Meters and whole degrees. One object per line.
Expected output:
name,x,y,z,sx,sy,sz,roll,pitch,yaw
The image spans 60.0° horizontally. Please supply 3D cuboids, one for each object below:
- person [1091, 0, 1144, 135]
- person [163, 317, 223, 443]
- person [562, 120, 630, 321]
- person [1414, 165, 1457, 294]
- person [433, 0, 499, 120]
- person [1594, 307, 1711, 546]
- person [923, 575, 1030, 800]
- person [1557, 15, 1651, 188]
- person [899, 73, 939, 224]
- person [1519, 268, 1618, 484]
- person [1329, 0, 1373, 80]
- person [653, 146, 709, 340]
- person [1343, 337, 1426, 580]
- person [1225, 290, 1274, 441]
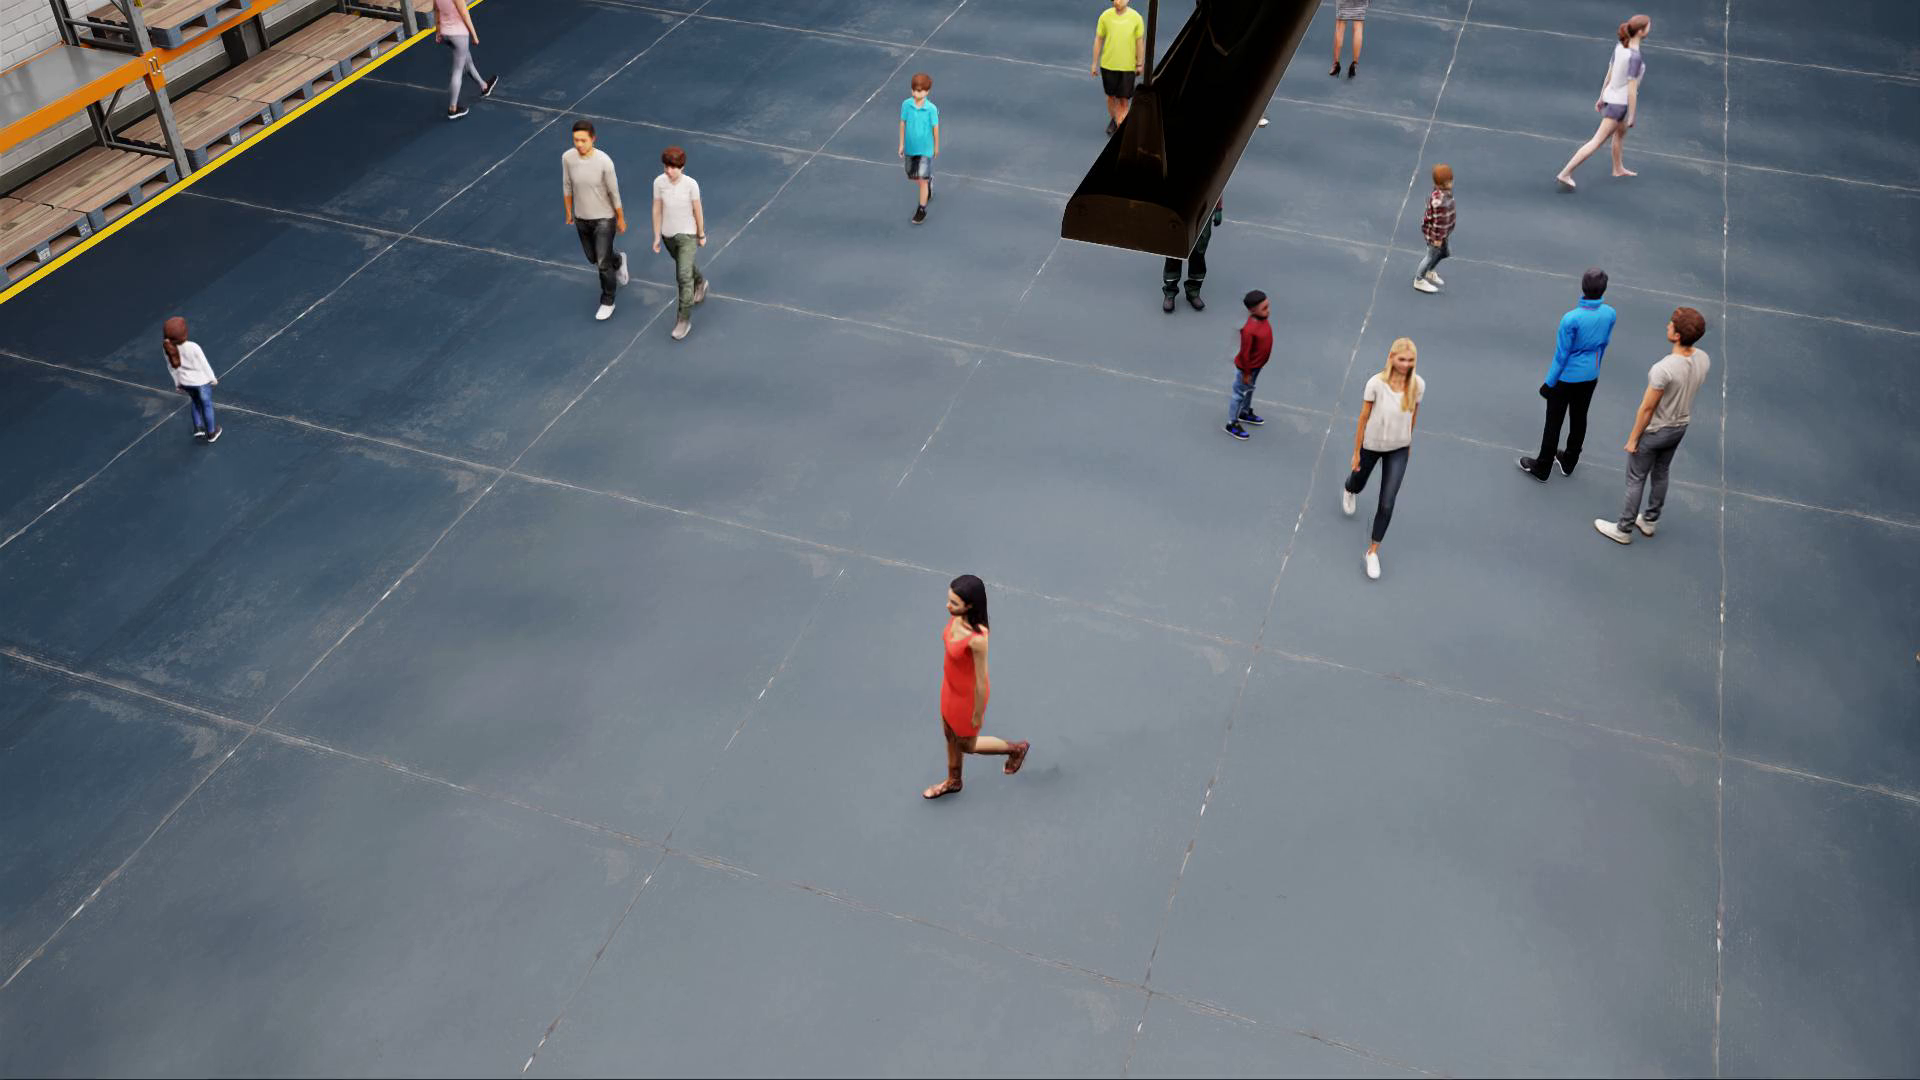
person,1.651,-4.960,17.207,0.712,1.672,1.023,9,40,11
person,-6.015,-1.235,12.999,0.495,1.103,0.537,3,39,4
person,-3.138,-2.857,14.481,0.734,1.788,0.969,9,39,11
person,4.235,-2.779,14.794,0.681,1.277,0.508,14,41,16
person,-5.407,-5.303,17.622,0.732,1.691,1.121,22,43,25
person,4.980,-0.791,11.811,0.726,1.893,0.795,-18,42,-21
person,0.108,0.874,9.876,0.982,1.704,0.936,-14,41,-17
person,6.335,-4.250,16.278,1.013,1.723,1.159,-5,39,-6
person,-0.363,-3.807,15.955,0.563,1.434,0.862,16,41,19
person,4.597,-1.221,12.424,0.704,1.799,0.737,-11,40,-13
person,4.357,-6.034,18.432,0.644,1.822,0.600,4,39,4
person,-2.396,-2.658,14.369,0.639,1.617,1.155,8,39,10
person,2.947,-0.676,11.758,0.825,1.779,1.194,1,39,2
person,2.277,-1.407,13.093,0.604,1.254,0.484,23,44,26
